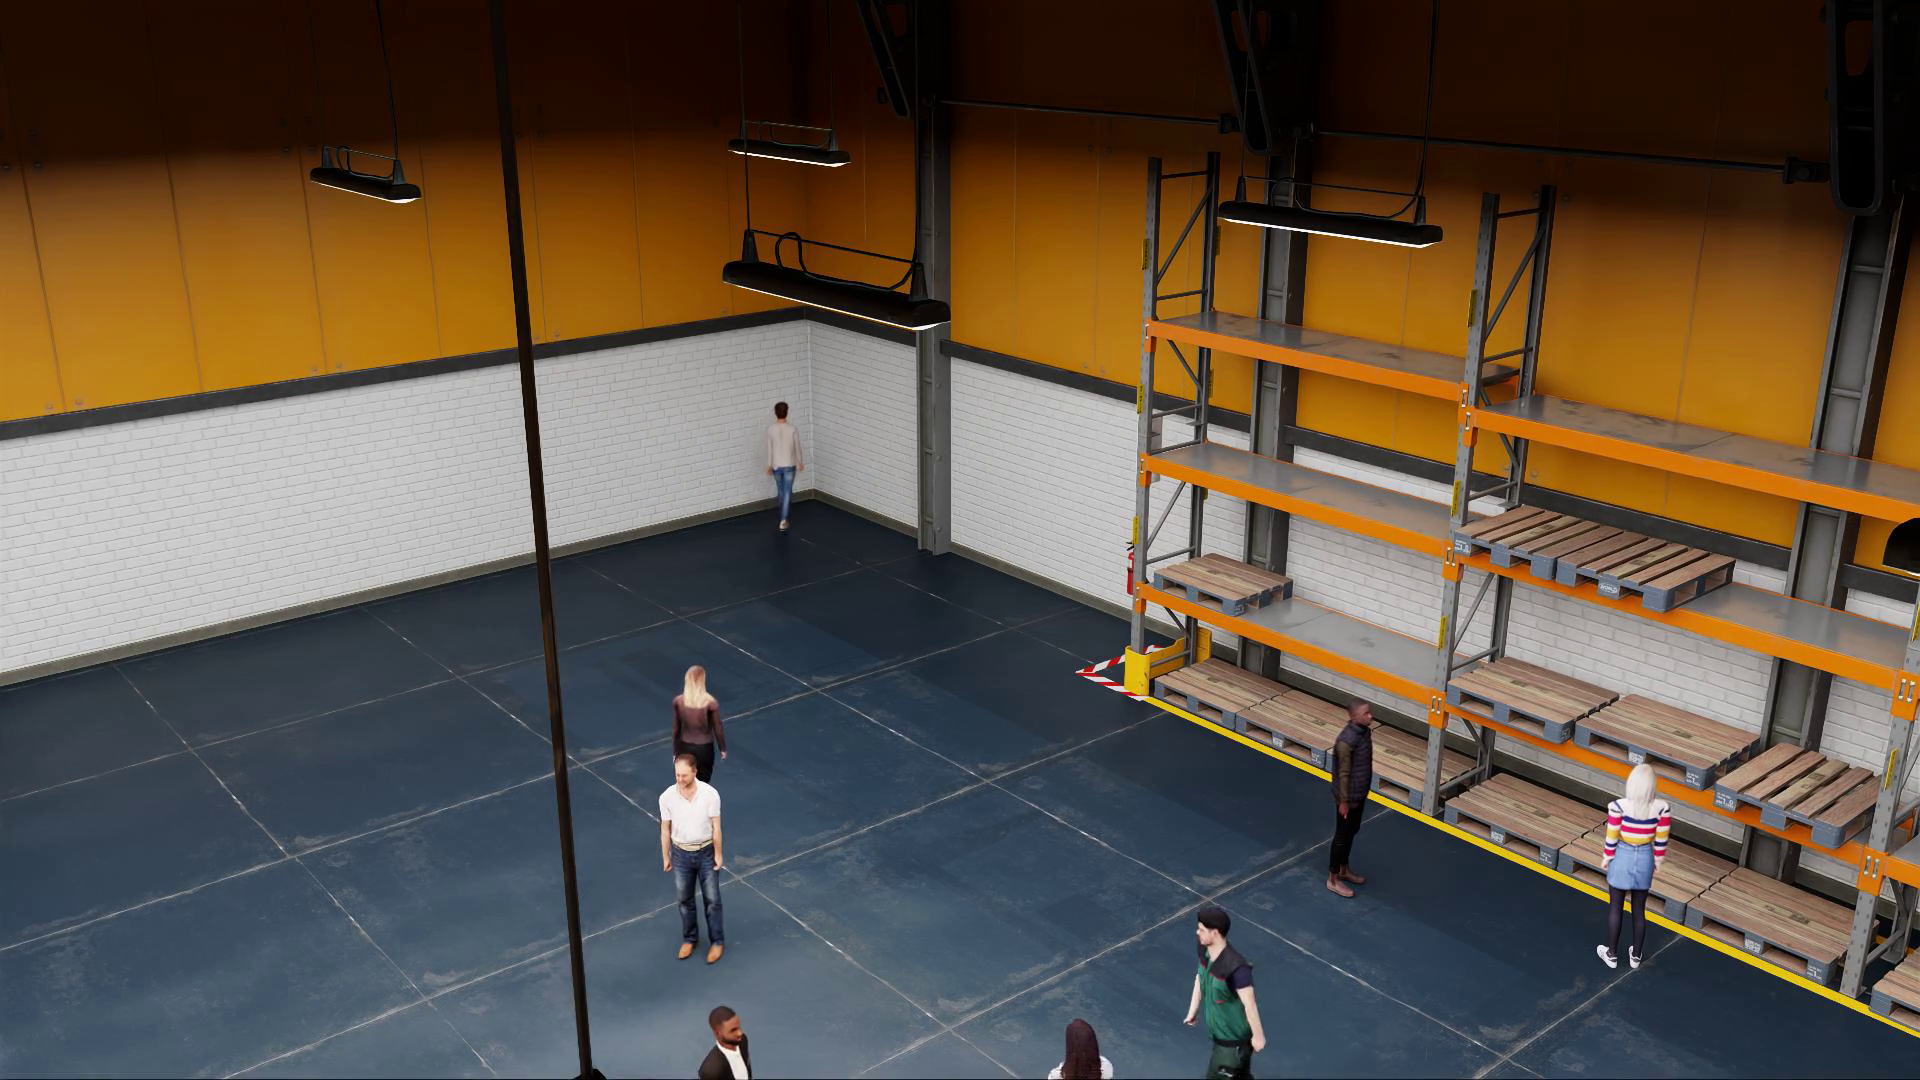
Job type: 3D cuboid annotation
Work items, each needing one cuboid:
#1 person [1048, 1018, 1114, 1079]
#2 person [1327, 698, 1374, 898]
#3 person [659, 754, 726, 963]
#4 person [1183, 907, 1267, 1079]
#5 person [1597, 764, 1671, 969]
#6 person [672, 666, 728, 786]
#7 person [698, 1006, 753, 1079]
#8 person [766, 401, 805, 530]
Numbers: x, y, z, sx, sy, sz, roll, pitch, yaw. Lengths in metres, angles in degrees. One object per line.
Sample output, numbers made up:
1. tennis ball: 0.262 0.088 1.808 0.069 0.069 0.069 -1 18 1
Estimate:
1. person: 0.797 3.812 10.466 0.827 1.584 1.135 -8 20 -22
2. person: 3.468 2.244 14.729 0.668 1.836 0.760 12 22 32
3. person: -2.181 2.576 13.726 0.744 1.846 0.812 2 19 6
4. person: 1.935 3.369 11.371 0.966 1.846 0.957 -8 20 -23
5. person: 5.486 2.647 13.575 0.699 1.808 0.768 2 19 6
6. person: -2.493 2.026 15.611 0.791 1.684 0.851 5 19 13
7. person: -1.521 3.705 10.470 0.854 1.784 0.812 8 20 23
8. person: -2.604 -1.050 24.482 1.227 1.853 1.270 2 19 6
